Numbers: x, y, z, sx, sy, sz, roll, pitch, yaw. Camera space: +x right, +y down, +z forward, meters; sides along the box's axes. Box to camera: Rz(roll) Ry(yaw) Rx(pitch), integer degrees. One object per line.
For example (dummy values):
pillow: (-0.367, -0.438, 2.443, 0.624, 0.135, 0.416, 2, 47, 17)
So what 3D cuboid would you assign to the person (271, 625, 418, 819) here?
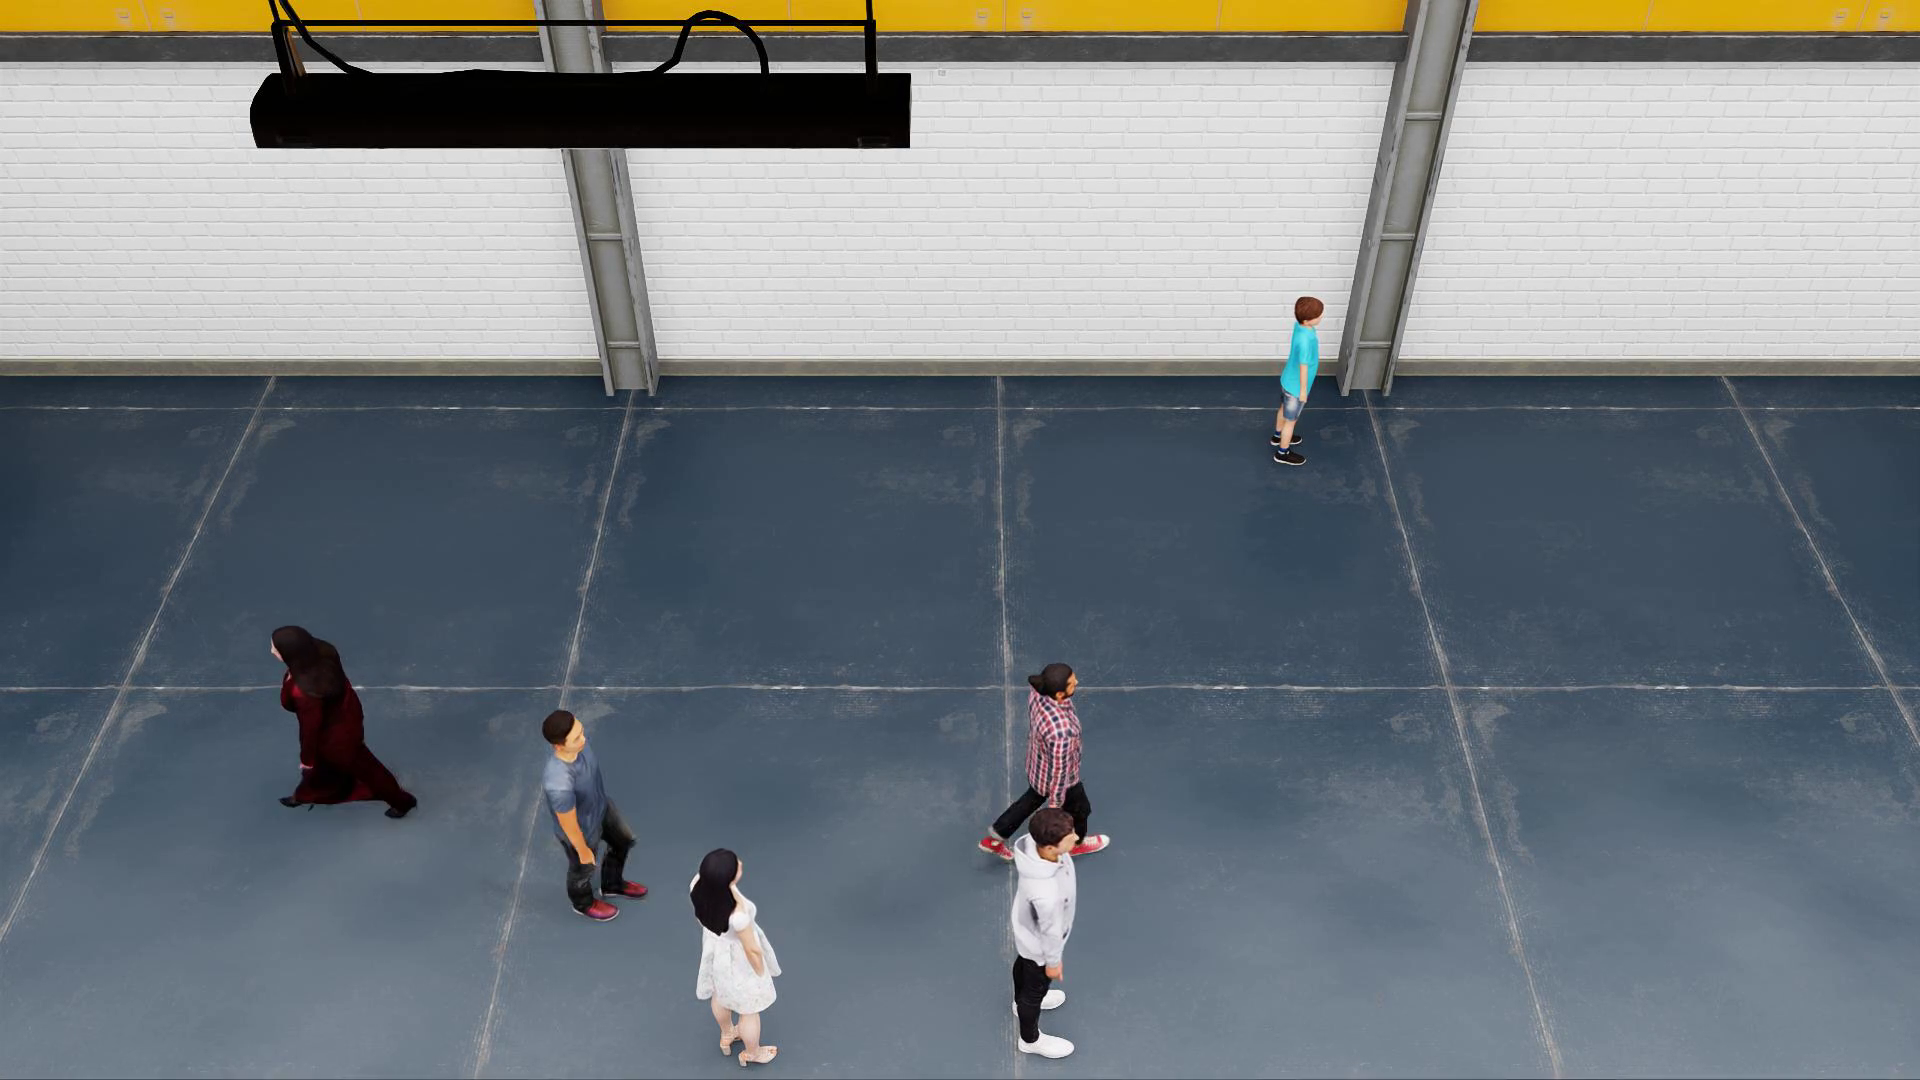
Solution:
person: (-3.619, 1.119, 9.919, 1.123, 1.713, 0.808, -7, 44, -8)

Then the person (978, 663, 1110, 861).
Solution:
person: (0.475, 1.322, 9.678, 1.152, 1.752, 0.912, -13, 45, -13)

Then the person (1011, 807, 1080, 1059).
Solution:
person: (0.421, 2.048, 8.788, 0.590, 1.929, 0.683, -3, 44, -3)

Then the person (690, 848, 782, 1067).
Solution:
person: (-1.191, 2.196, 8.746, 0.770, 1.773, 0.835, 33, 52, 29)

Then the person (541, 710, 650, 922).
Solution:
person: (-2.221, 1.558, 9.399, 0.689, 1.796, 0.711, 4, 44, 4)

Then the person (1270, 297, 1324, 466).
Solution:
person: (2.545, -1.231, 12.577, 0.477, 1.450, 0.517, 1, 44, 1)
